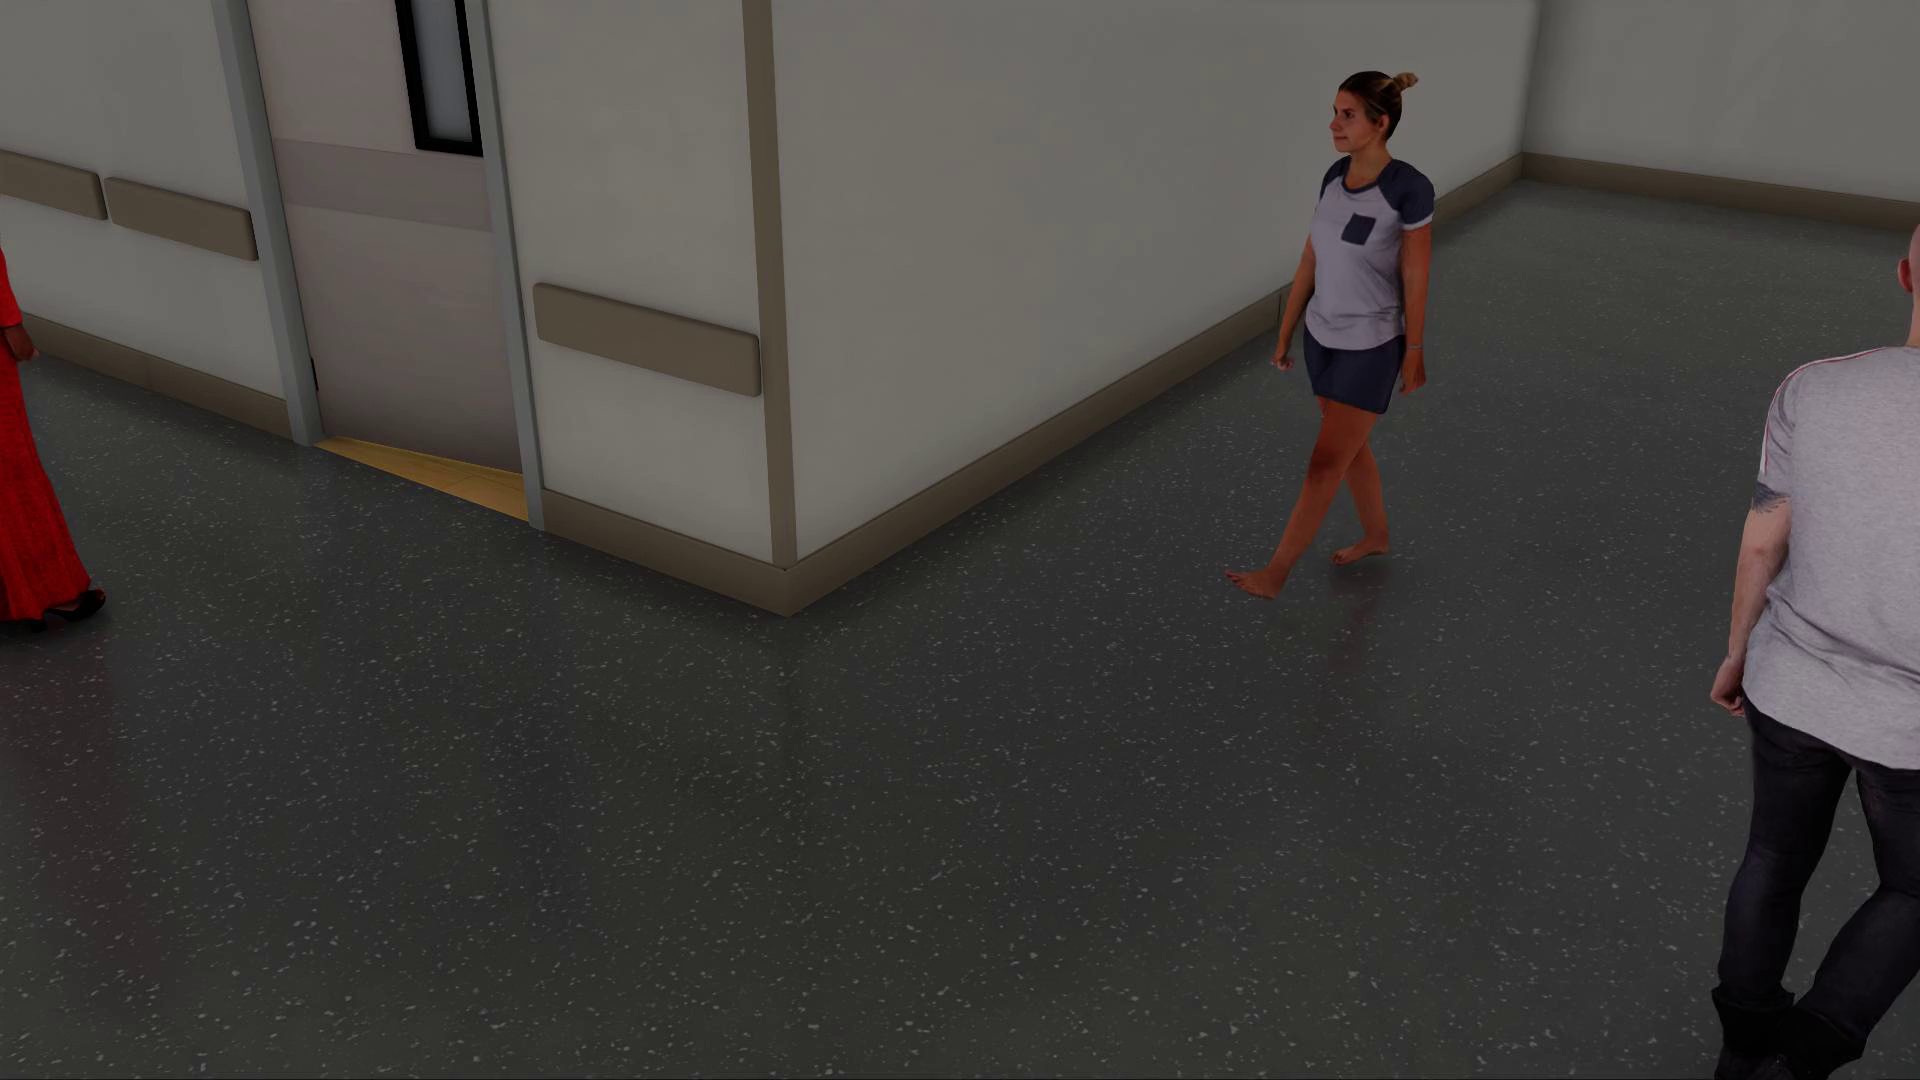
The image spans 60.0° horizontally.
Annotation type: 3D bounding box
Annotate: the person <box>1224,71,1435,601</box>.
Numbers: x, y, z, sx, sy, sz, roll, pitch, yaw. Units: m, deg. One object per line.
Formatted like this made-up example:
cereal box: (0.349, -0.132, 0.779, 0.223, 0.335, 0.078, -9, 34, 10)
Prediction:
person: (1.261, -0.591, 5.070, 1.055, 1.582, 0.872, -12, 28, -24)

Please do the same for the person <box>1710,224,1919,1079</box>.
person: (1.549, 0.328, 2.892, 0.747, 1.819, 0.911, 22, 34, 38)

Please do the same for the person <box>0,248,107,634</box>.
person: (-2.900, -0.572, 4.796, 0.658, 1.787, 0.633, 13, 29, 25)
